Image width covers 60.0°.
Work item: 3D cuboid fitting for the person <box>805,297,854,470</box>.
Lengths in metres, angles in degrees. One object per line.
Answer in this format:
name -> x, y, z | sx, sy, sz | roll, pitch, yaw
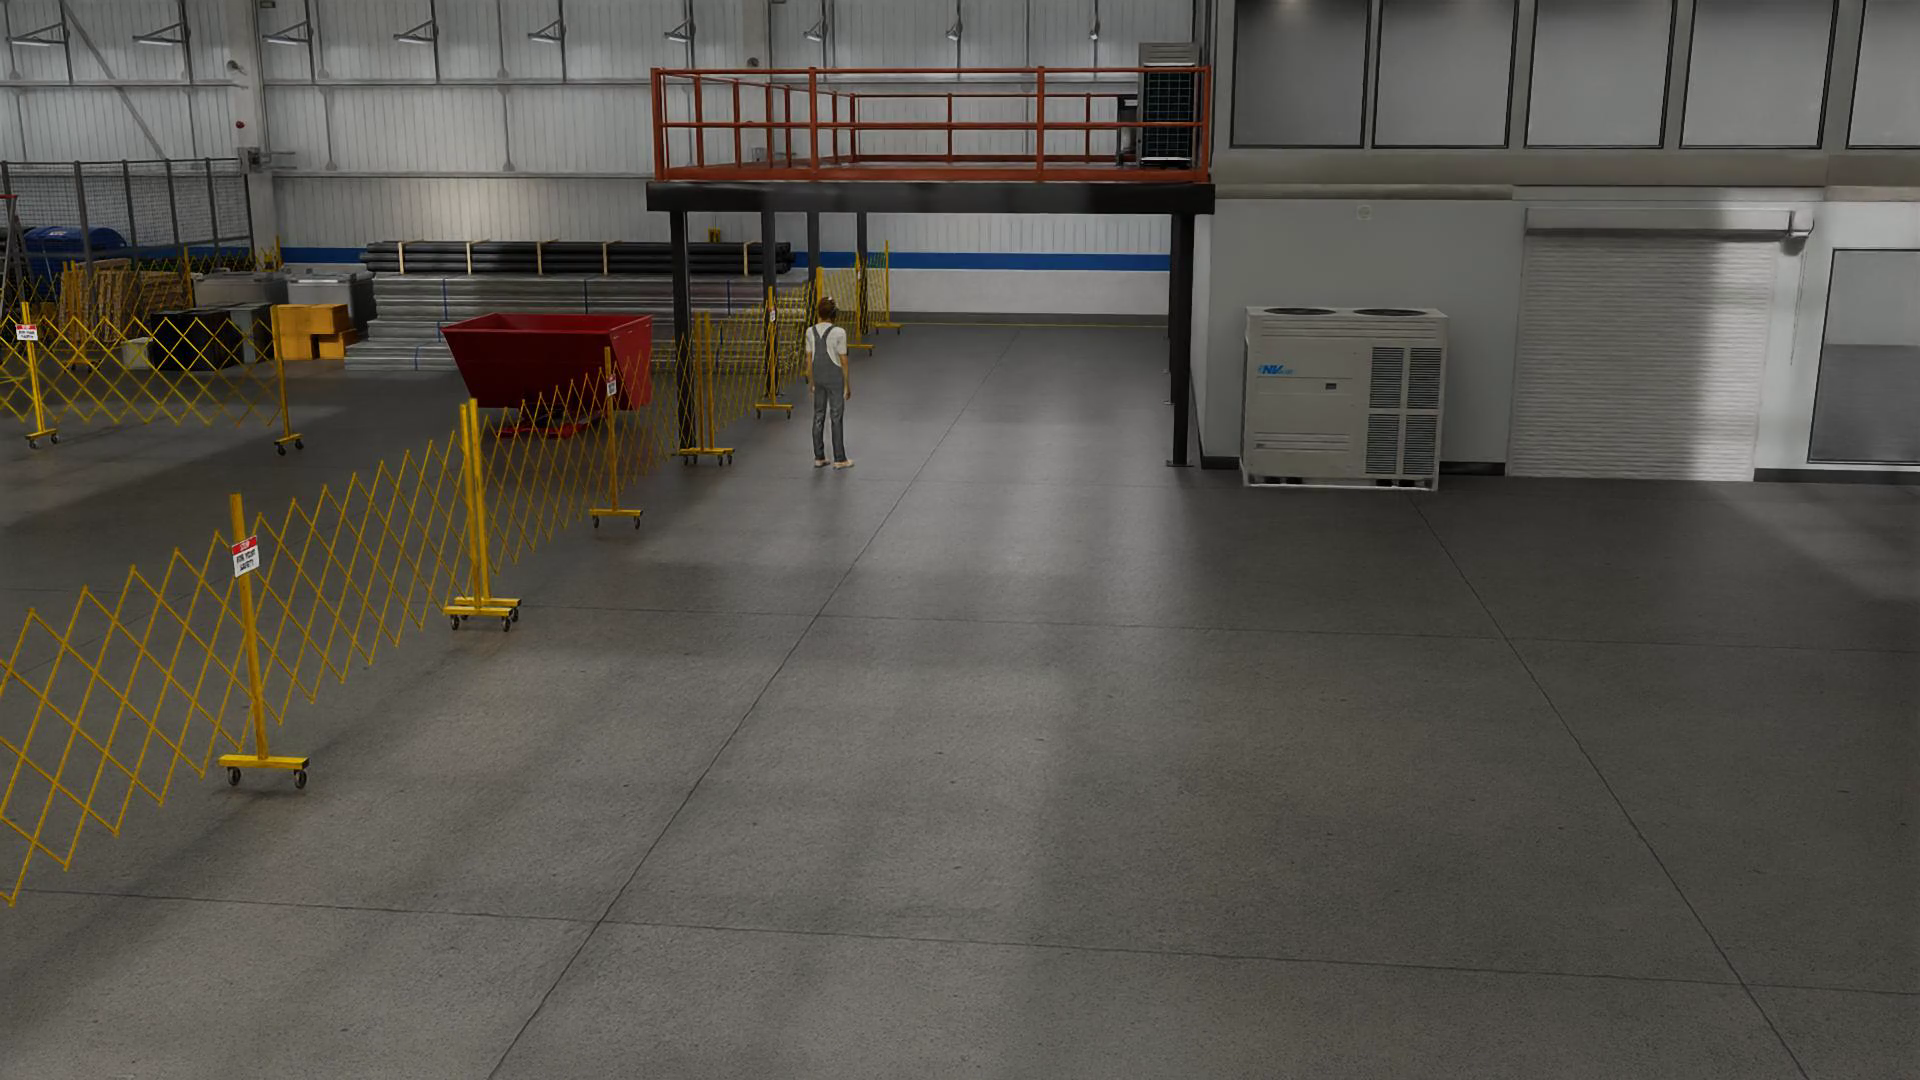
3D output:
person -> -1.398, -1.672, 17.783 | 0.508, 1.847, 0.345 | 6, 15, 25
